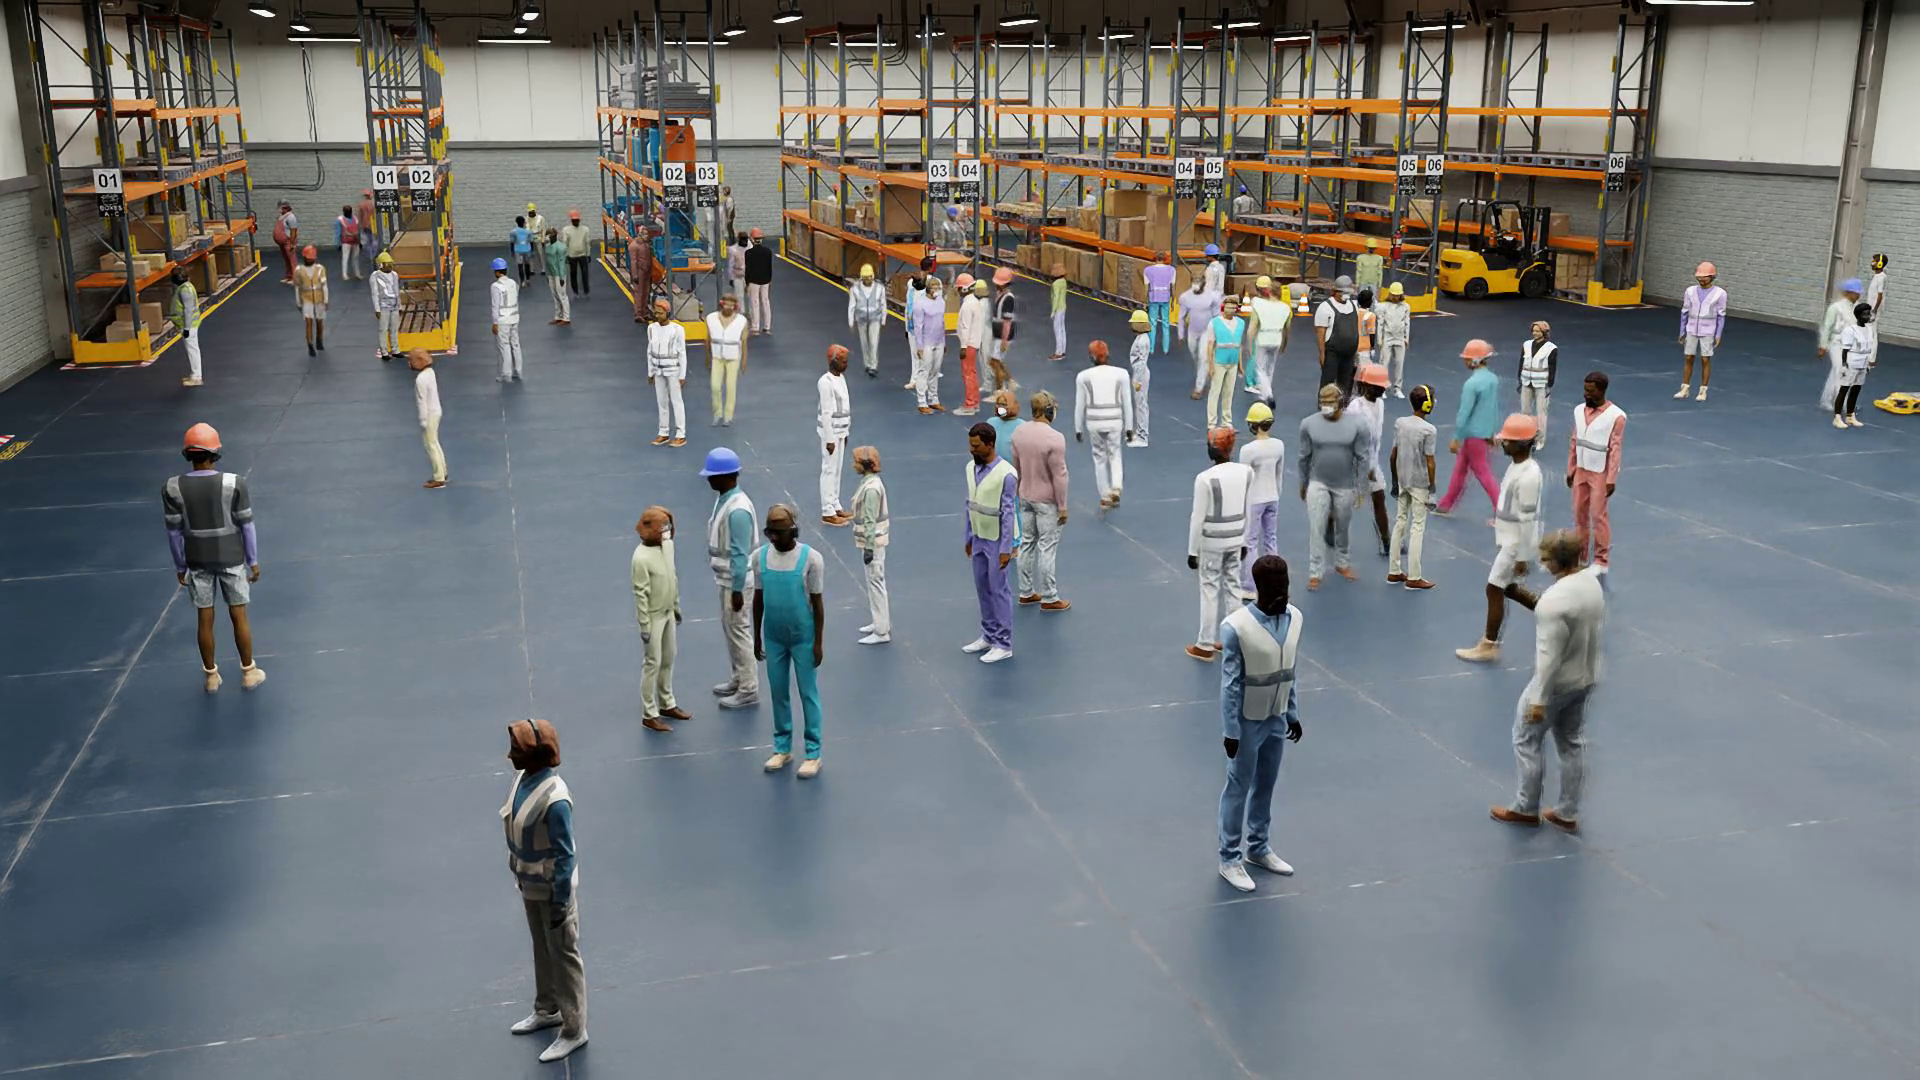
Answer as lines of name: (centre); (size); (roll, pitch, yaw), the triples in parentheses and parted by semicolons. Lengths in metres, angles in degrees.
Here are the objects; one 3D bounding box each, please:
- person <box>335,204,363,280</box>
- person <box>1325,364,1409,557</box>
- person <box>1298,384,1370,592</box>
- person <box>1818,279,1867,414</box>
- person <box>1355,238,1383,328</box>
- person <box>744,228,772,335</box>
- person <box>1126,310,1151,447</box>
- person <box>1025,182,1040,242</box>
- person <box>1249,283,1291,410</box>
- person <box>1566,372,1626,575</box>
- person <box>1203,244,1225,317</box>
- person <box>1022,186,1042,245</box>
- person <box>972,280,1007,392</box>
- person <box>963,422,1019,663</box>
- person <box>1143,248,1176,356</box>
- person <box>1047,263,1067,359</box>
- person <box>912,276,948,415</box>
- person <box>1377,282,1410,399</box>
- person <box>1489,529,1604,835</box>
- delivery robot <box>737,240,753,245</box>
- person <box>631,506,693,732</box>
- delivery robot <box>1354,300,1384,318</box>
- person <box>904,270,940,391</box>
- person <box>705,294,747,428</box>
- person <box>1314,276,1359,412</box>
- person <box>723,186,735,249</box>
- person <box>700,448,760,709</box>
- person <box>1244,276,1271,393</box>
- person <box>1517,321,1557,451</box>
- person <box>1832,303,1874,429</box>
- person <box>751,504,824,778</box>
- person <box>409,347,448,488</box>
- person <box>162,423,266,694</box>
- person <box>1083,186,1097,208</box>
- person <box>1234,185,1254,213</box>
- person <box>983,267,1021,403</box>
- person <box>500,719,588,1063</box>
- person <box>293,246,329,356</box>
person: (-14.972, -7.308, 40.827); (0.429, 1.839, 0.636); (11, 18, 35)
person: (3.942, -0.785, 16.193); (0.550, 1.878, 1.002); (-12, 19, -37)
person: (3.398, -0.504, 15.142); (0.650, 1.903, 0.731); (5, 16, 19)
person: (12.485, -2.696, 23.338); (0.618, 1.898, 0.966); (-4, 16, -16)
person: (7.882, -4.942, 32.075); (0.528, 1.759, 0.345); (0, 15, 1)
person: (-3.804, -4.859, 31.311); (0.611, 1.995, 0.380); (-14, 20, -42)
person: (2.283, -2.068, 21.291); (0.295, 1.744, 0.491); (1, 15, 3)
person: (2.243, -10.178, 51.603); (0.524, 1.857, 0.348); (6, 16, 21)
person: (4.421, -2.770, 23.863); (0.633, 1.794, 0.908); (-2, 15, -8)
person: (5.939, -0.633, 15.588); (0.401, 1.906, 0.597); (-6, 16, -23)
person: (4.324, -4.085, 28.508); (0.413, 1.941, 0.605); (8, 17, 28)
person: (2.146, -9.480, 48.897); (0.664, 1.888, 0.464); (-5, 16, -17)
person: (0.443, -3.055, 25.077); (0.602, 1.707, 0.556); (2, 15, 8)
person: (0.235, 0.001, 13.201); (0.414, 1.907, 0.595); (-10, 18, -34)
person: (3.444, -4.110, 28.770); (0.564, 1.850, 0.390); (-1, 15, -3)
person: (1.672, -3.910, 28.431); (0.278, 1.633, 0.507); (6, 16, 20)
person: (-0.405, -2.746, 23.469); (0.372, 1.939, 0.631); (11, 19, 37)
person: (6.422, -2.956, 24.655); (0.491, 1.733, 0.317); (-2, 15, -7)
person: (3.561, 0.860, 9.996); (0.682, 1.921, 0.483); (-12, 19, -37)
delivery robot: (-6.077, -8.343, 47.001); (0.477, 0.478, 0.707); (1, 15, 6)
person: (-2.119, 0.544, 11.691); (0.285, 1.622, 0.512); (5, 16, 18)
delivery robot: (8.099, -4.624, 33.004); (0.477, 0.478, 0.707); (-9, 17, -31)
person: (-0.598, -3.185, 25.310); (0.629, 1.839, 0.429); (12, 19, 38)
person: (-3.161, -2.411, 22.427); (0.605, 1.816, 0.565); (1, 15, 3)
person: (5.208, -2.628, 22.827); (0.686, 2.000, 0.535); (-8, 17, -28)
person: (-6.827, -9.527, 49.183); (0.350, 1.839, 0.504); (-1, 15, -5)
person: (-1.660, 0.271, 12.127); (0.418, 1.937, 0.618); (-4, 16, -16)
person: (4.533, -3.109, 25.180); (0.344, 1.761, 0.527); (8, 17, 27)
person: (7.290, -1.956, 21.067); (0.308, 1.641, 0.511); (-11, 19, -36)
person: (12.081, -2.350, 22.439); (0.540, 1.696, 0.315); (-7, 16, -23)
person: (-1.132, 0.649, 10.900); (0.510, 1.835, 0.364); (5, 16, 18)
person: (-6.077, -1.397, 19.002); (0.293, 1.623, 0.504); (-1, 15, -4)
person: (-5.550, 0.142, 12.399); (0.608, 2.044, 0.370); (-4, 15, -13)
person: (3.998, -10.177, 51.867); (0.581, 1.706, 0.842); (5, 16, 17)
person: (8.101, -9.166, 47.602); (0.605, 1.951, 0.380); (-4, 15, -16)
person: (0.594, -2.977, 24.201); (0.444, 2.012, 0.636); (-3, 15, -11)
person: (-1.921, 1.597, 7.693); (0.310, 1.642, 0.514); (-10, 18, -34)
person: (-11.329, -4.199, 29.048); (0.540, 1.896, 0.852); (-9, 17, -29)
